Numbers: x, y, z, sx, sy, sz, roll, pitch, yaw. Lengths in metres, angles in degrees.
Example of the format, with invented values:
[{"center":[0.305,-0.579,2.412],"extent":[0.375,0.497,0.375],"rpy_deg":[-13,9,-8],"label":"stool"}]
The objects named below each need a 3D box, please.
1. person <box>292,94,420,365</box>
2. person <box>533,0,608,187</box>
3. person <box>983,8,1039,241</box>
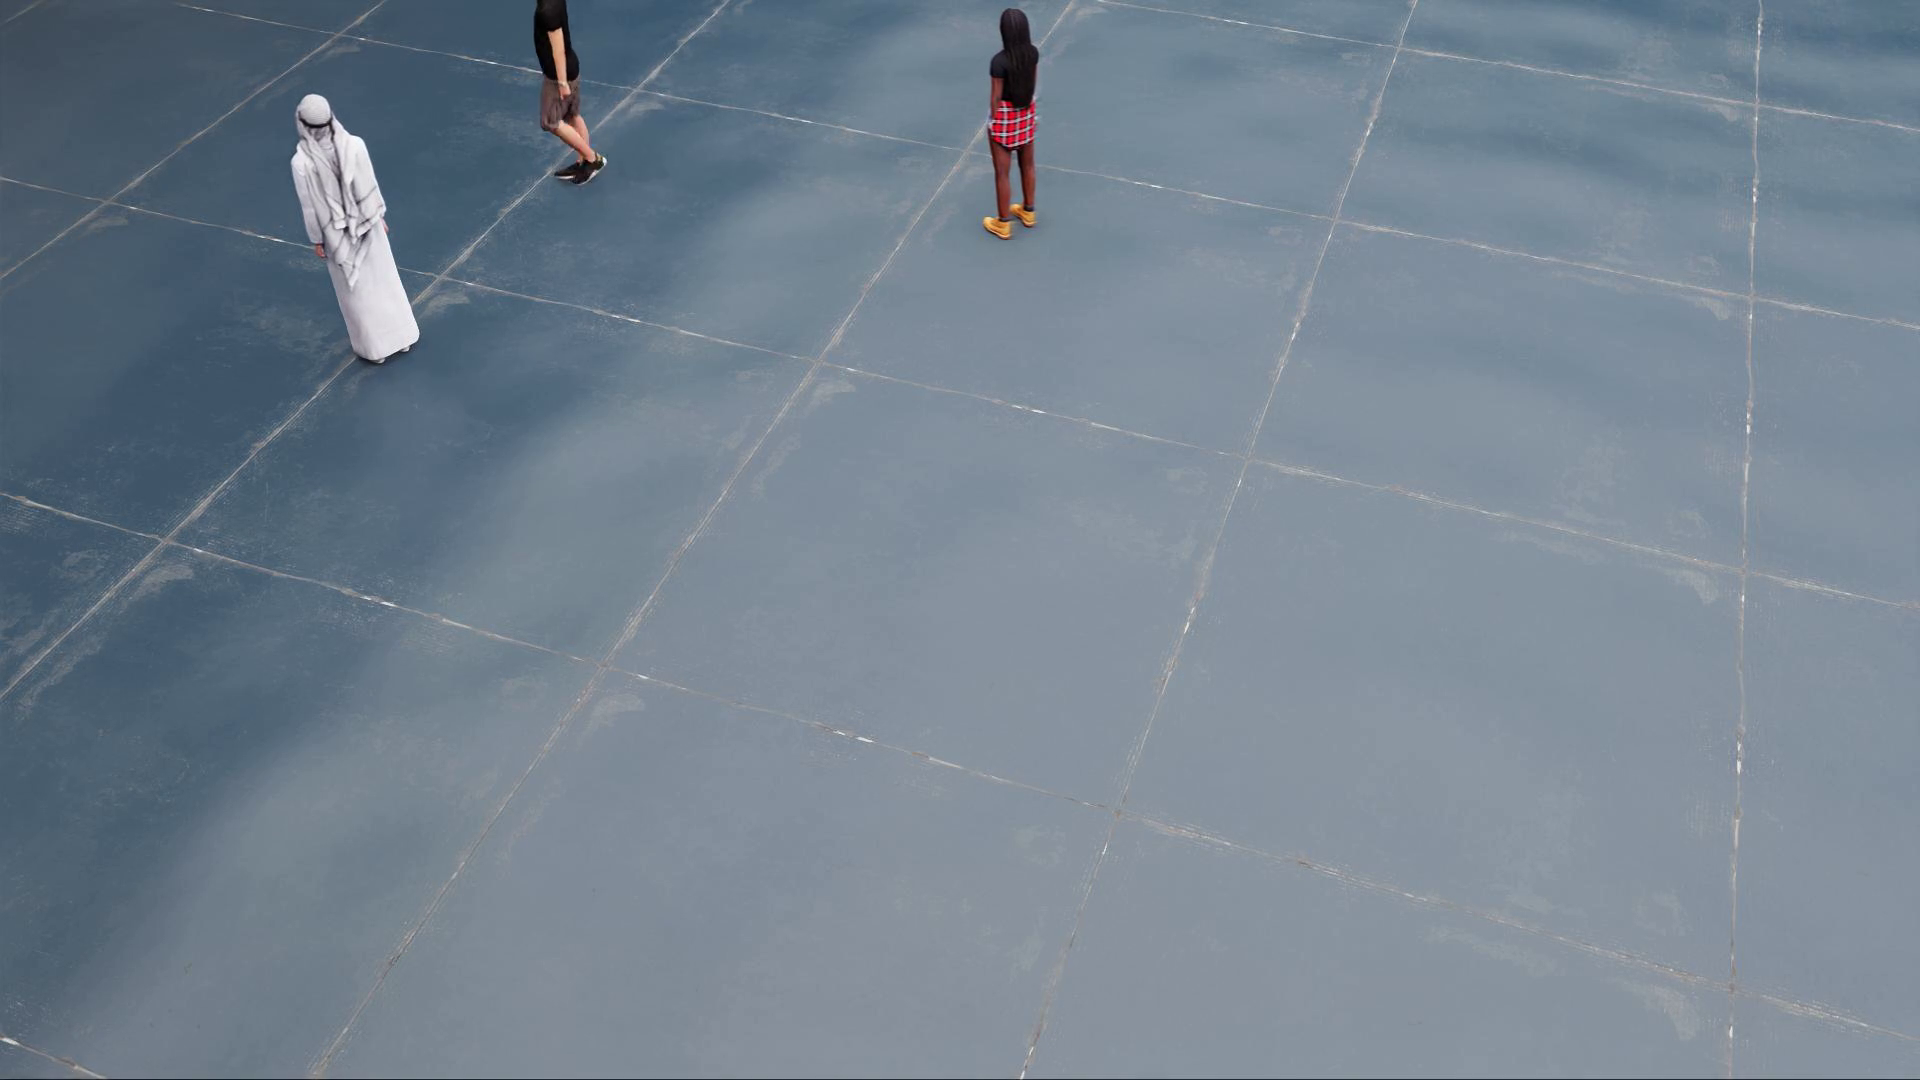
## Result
[{"center":[-3.956,-2.008,10.810],"extent":[0.792,1.927,0.813],"rpy_deg":[-30,51,-28],"label":"person"},{"center":[-2.927,-3.546,12.513],"extent":[0.831,1.852,0.794],"rpy_deg":[-7,43,-7],"label":"person"},{"center":[0.384,-3.011,12.033],"extent":[0.717,1.724,0.693],"rpy_deg":[34,53,31],"label":"person"}]
